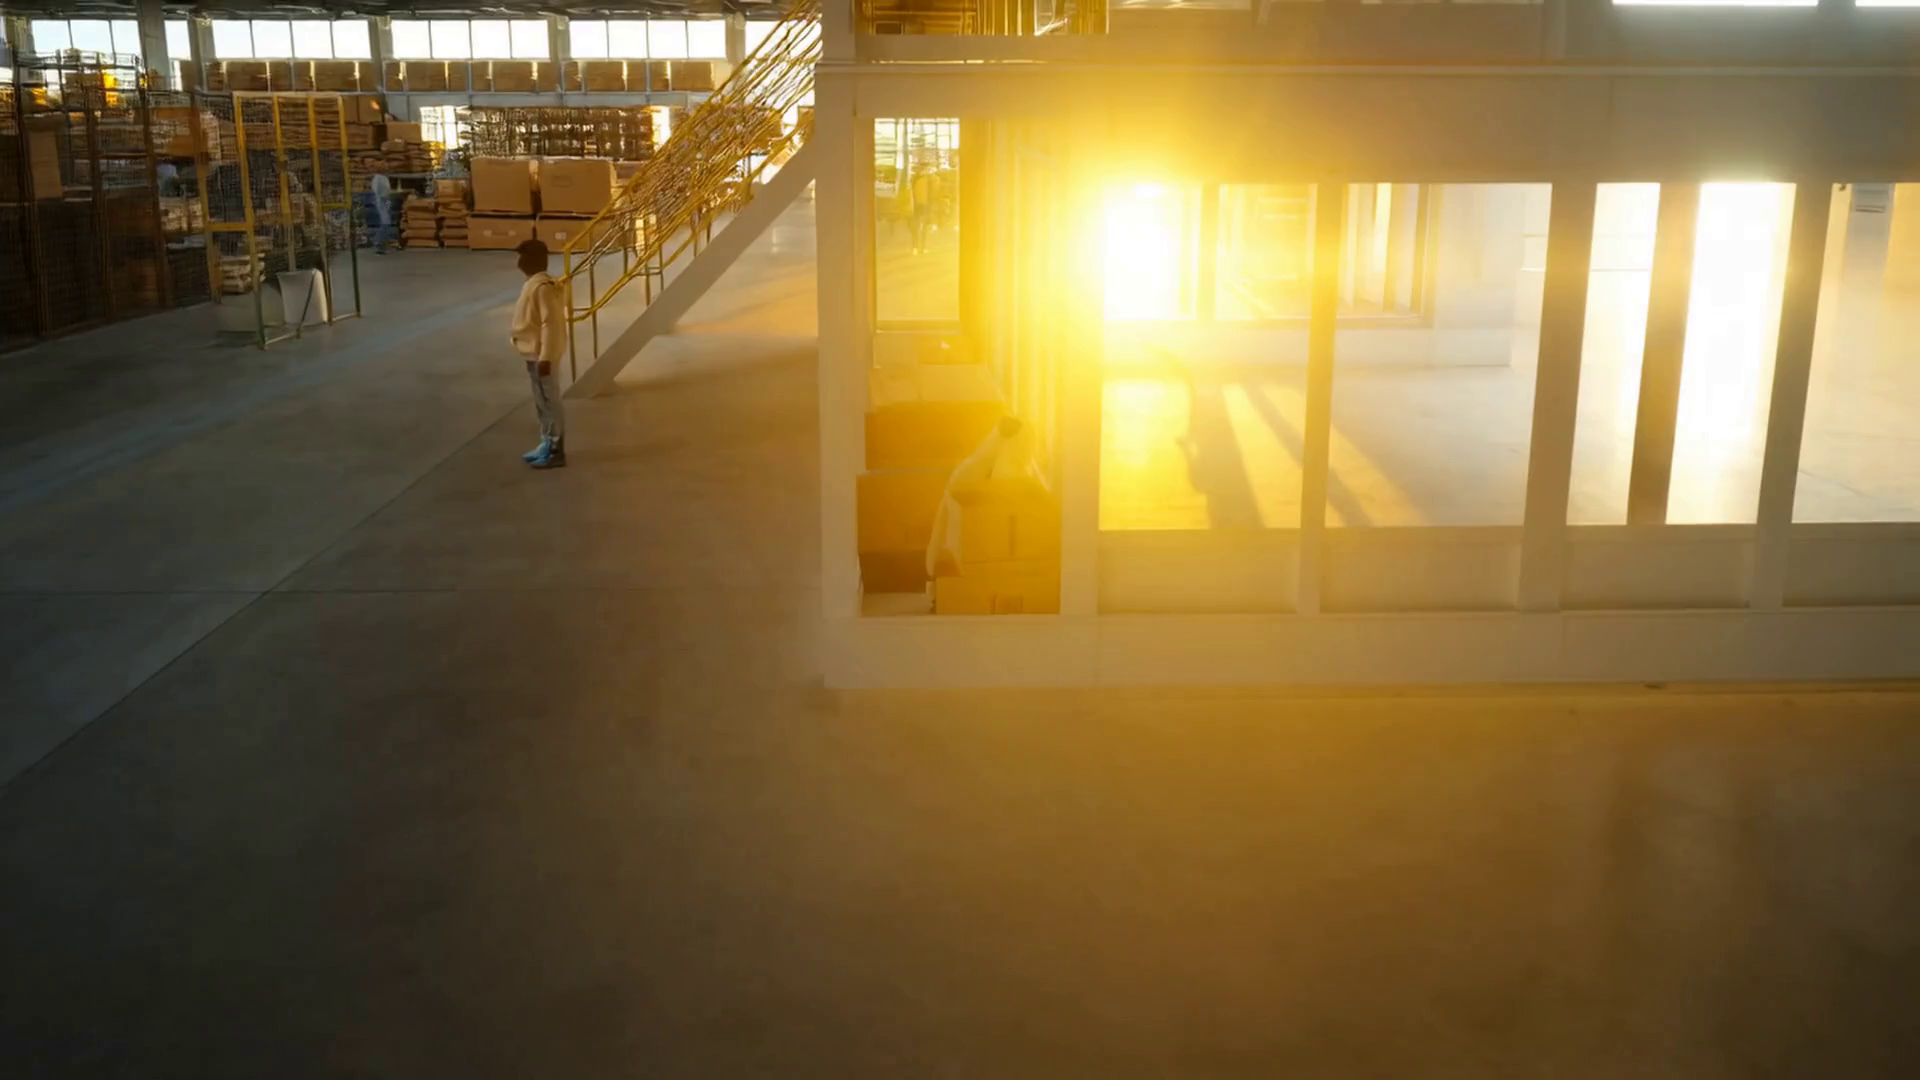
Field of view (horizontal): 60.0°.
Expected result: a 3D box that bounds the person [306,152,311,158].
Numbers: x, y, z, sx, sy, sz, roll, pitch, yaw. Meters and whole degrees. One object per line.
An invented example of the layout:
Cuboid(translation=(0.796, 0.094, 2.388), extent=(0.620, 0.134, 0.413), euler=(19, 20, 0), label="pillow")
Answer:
Cuboid(translation=(-25.162, -14.180, 64.416), extent=(0.531, 1.692, 0.320), euler=(4, 15, 15), label="person")

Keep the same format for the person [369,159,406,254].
Cuboid(translation=(-12.319, -7.117, 35.533), extent=(0.787, 2.016, 0.620), euler=(-8, 16, -29), label="person")

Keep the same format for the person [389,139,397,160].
Cuboid(translation=(-27.973, -18.772, 82.155), extent=(0.610, 1.996, 0.379), euler=(13, 19, 42), label="person")

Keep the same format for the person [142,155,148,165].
Cuboid(translation=(-35.042, -16.192, 71.957), extent=(0.627, 1.941, 0.370), euler=(-8, 16, -28), label="person")

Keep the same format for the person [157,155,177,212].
Cuboid(translation=(-24.437, -10.952, 51.294), extent=(0.601, 1.802, 0.835), euler=(-2, 14, -7), label="person")

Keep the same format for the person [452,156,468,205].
Cuboid(translation=(-16.972, -12.112, 56.095), extent=(0.537, 1.716, 0.897), euler=(6, 15, 21), label="person")

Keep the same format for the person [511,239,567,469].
Cuboid(translation=(-3.394, -1.503, 13.453), extent=(0.429, 1.843, 0.622), euler=(-6, 15, -22), label="person")

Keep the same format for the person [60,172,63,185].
Cuboid(translation=(-17.718, -6.365, 32.864), extent=(0.328, 1.858, 0.501), euler=(-12, 18, -39), label="person")

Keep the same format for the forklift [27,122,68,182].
Cuboid(translation=(-35.376, -14.773, 64.377), extent=(1.129, 2.768, 1.873), euler=(-1, 14, -2), label="forklift")

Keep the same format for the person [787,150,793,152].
Cuboid(translation=(-7.517, -16.735, 74.209), extent=(0.406, 1.903, 0.636), euler=(3, 14, 13), label="person")
